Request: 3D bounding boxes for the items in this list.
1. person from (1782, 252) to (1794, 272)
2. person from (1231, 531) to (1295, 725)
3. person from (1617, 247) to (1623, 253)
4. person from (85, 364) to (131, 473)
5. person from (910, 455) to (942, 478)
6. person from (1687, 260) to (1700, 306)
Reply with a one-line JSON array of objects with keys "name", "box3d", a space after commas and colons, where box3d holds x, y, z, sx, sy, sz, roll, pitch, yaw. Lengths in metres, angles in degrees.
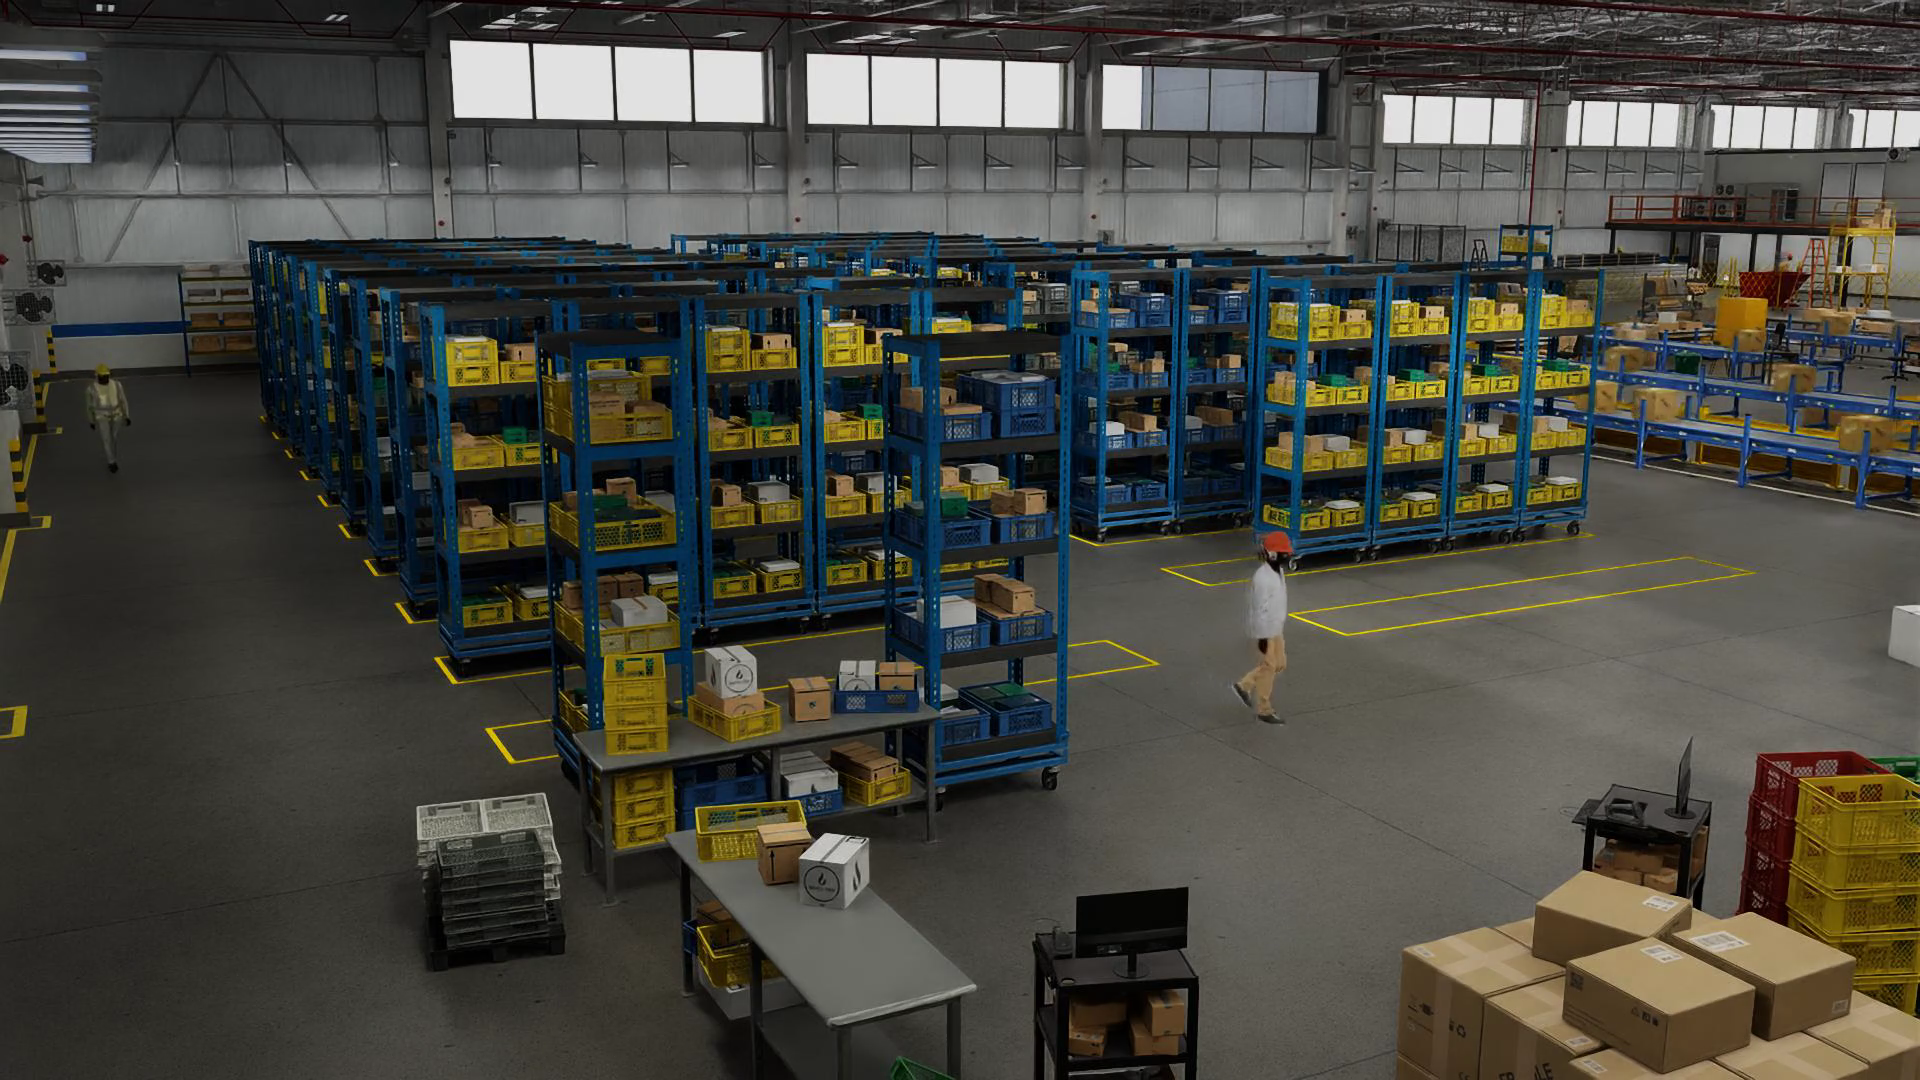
[{"name": "person", "box3d": [34.598, -11.085, 69.652, 0.547, 1.913, 0.552, 11, 16, 41]}, {"name": "person", "box3d": [2.680, 0.759, 14.641, 0.491, 1.735, 0.574, 6, 14, 28]}, {"name": "person", "box3d": [29.798, -12.300, 75.282, 0.594, 1.926, 0.367, -6, 14, -27]}, {"name": "person", "box3d": [-14.176, -2.047, 27.677, 0.590, 1.790, 0.942, -11, 16, -42]}, {"name": "person", "box3d": [-0.534, -1.146, 23.312, 0.578, 1.845, 0.375, -6, 14, -27]}, {"name": "person", "box3d": [27.907, -9.708, 63.264, 0.584, 1.883, 0.345, -6, 14, -27]}]
